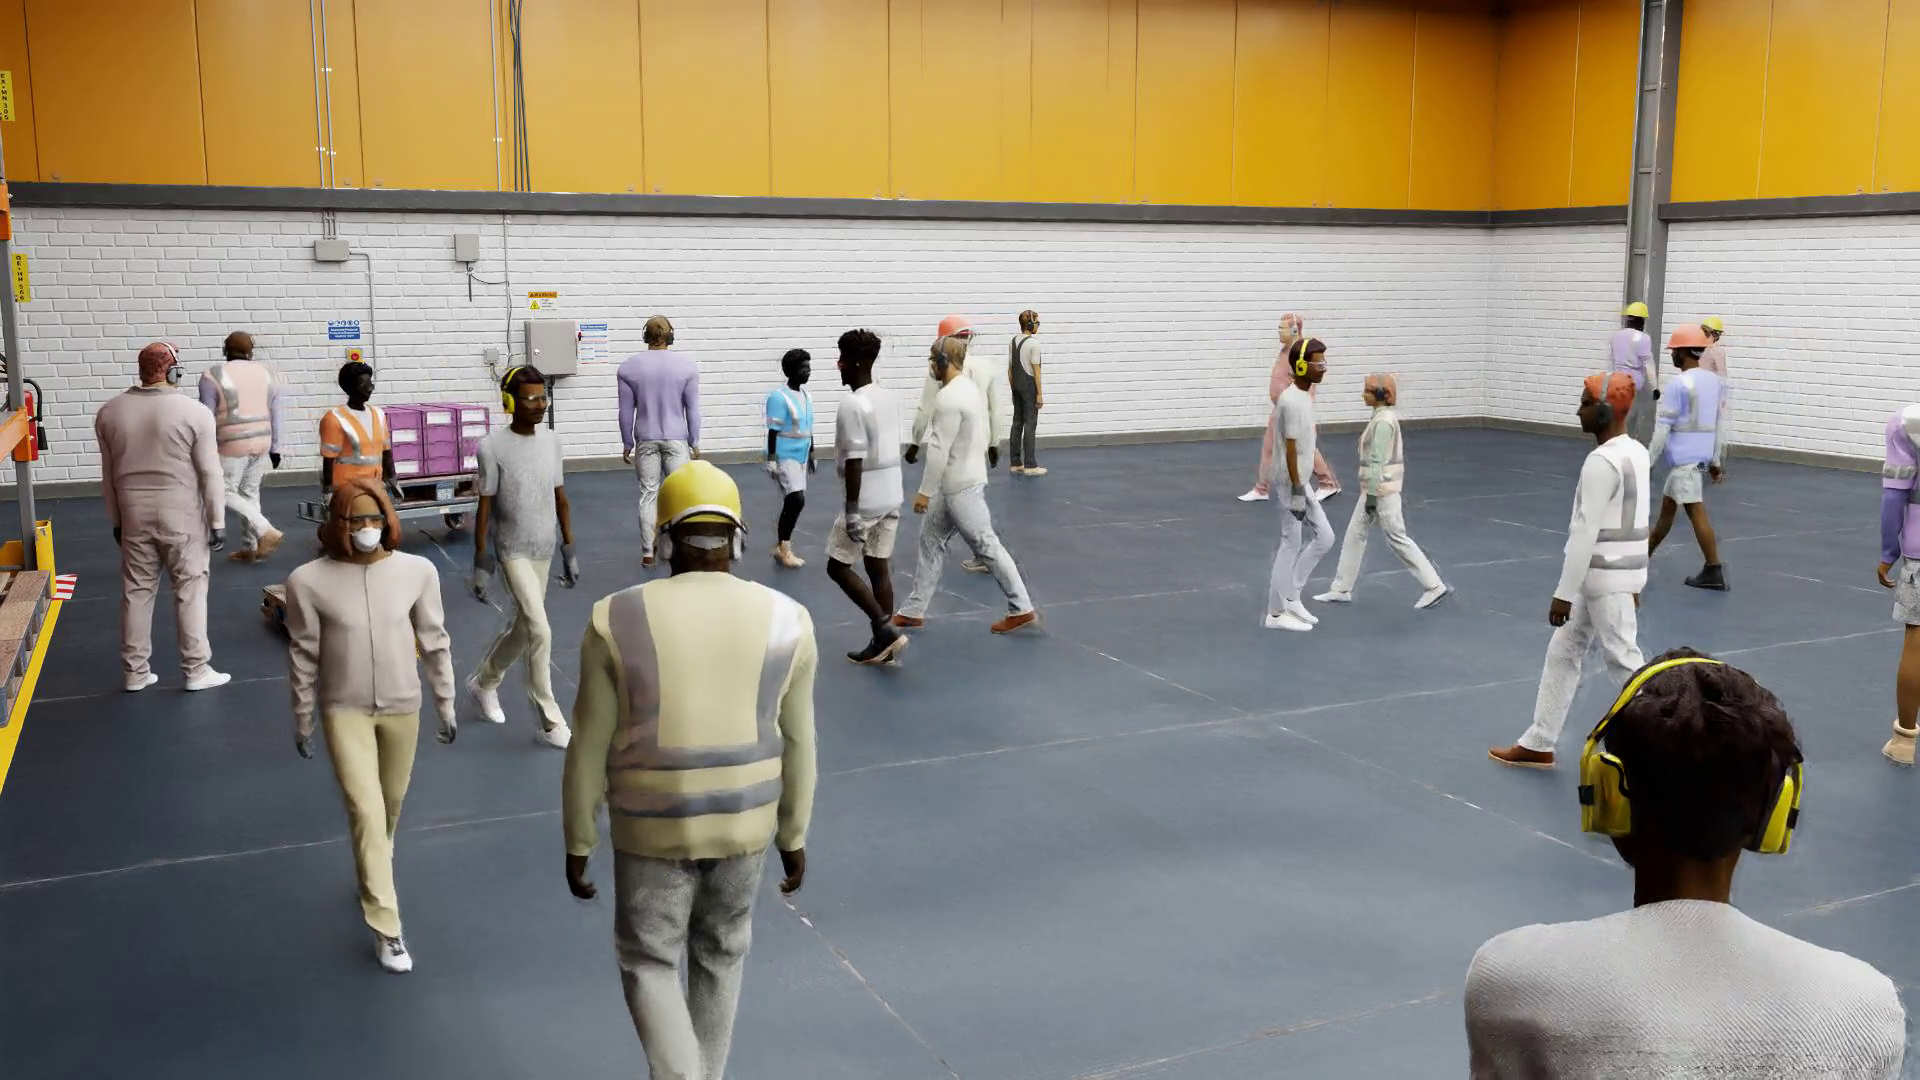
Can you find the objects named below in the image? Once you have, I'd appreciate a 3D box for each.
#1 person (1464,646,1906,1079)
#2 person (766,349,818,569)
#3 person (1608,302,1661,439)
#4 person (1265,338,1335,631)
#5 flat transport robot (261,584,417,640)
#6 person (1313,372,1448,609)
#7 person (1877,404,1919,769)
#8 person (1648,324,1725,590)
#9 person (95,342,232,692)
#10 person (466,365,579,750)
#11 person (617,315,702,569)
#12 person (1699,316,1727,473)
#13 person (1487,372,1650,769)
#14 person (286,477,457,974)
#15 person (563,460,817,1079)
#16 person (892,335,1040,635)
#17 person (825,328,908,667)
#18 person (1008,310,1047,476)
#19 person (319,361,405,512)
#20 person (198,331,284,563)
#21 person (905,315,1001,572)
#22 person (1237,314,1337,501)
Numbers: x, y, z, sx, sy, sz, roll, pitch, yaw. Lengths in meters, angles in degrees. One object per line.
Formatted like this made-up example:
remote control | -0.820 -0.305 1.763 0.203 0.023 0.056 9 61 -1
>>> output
person | 0.785 1.065 1.843 0.548 1.832 0.658 0 9 0
person | -1.262 -0.609 12.633 0.448 1.679 0.560 4 10 24
person | 8.019 -1.847 19.659 0.671 1.907 0.603 -3 10 -16
person | 2.153 -0.336 10.456 0.472 1.848 0.567 3 10 20
flat transport robot | -3.902 0.449 10.474 0.652 0.197 1.431 -6 11 -34
person | 2.888 -0.333 11.224 0.858 1.602 0.526 2 9 10
person | 4.482 0.042 7.514 0.608 2.044 0.371 5 10 26
person | 5.193 -0.614 12.066 0.569 1.882 0.976 -6 11 -35
person | -4.296 -0.120 9.018 0.656 1.894 0.399 0 9 1
person | -2.148 0.063 8.068 0.920 1.835 0.541 6 11 33
person | -2.285 -0.742 12.704 0.629 1.940 0.379 0 9 -2
person | 8.460 -1.640 18.823 0.316 1.765 0.523 -4 10 -22
person | 2.862 0.187 7.276 0.965 1.841 0.590 6 11 32
person | -1.995 0.567 5.646 0.517 1.594 0.830 -6 11 -33
person | -0.635 0.720 4.072 0.636 1.796 0.710 -3 10 -21
person | 0.020 -0.332 10.362 1.038 1.883 0.623 1 9 4
person | -0.528 -0.220 9.438 0.420 1.952 0.612 5 10 27
person | 0.746 -1.641 18.571 0.329 1.844 0.515 -7 11 -36
person | -3.897 -0.331 10.940 0.653 1.673 0.542 3 10 19
person | -5.534 -0.699 12.815 0.513 1.818 0.701 5 10 26
person | -0.031 -0.745 12.756 0.634 1.924 1.045 -7 12 -39
person | 3.284 -1.293 16.376 0.971 1.866 0.654 -1 9 -9
